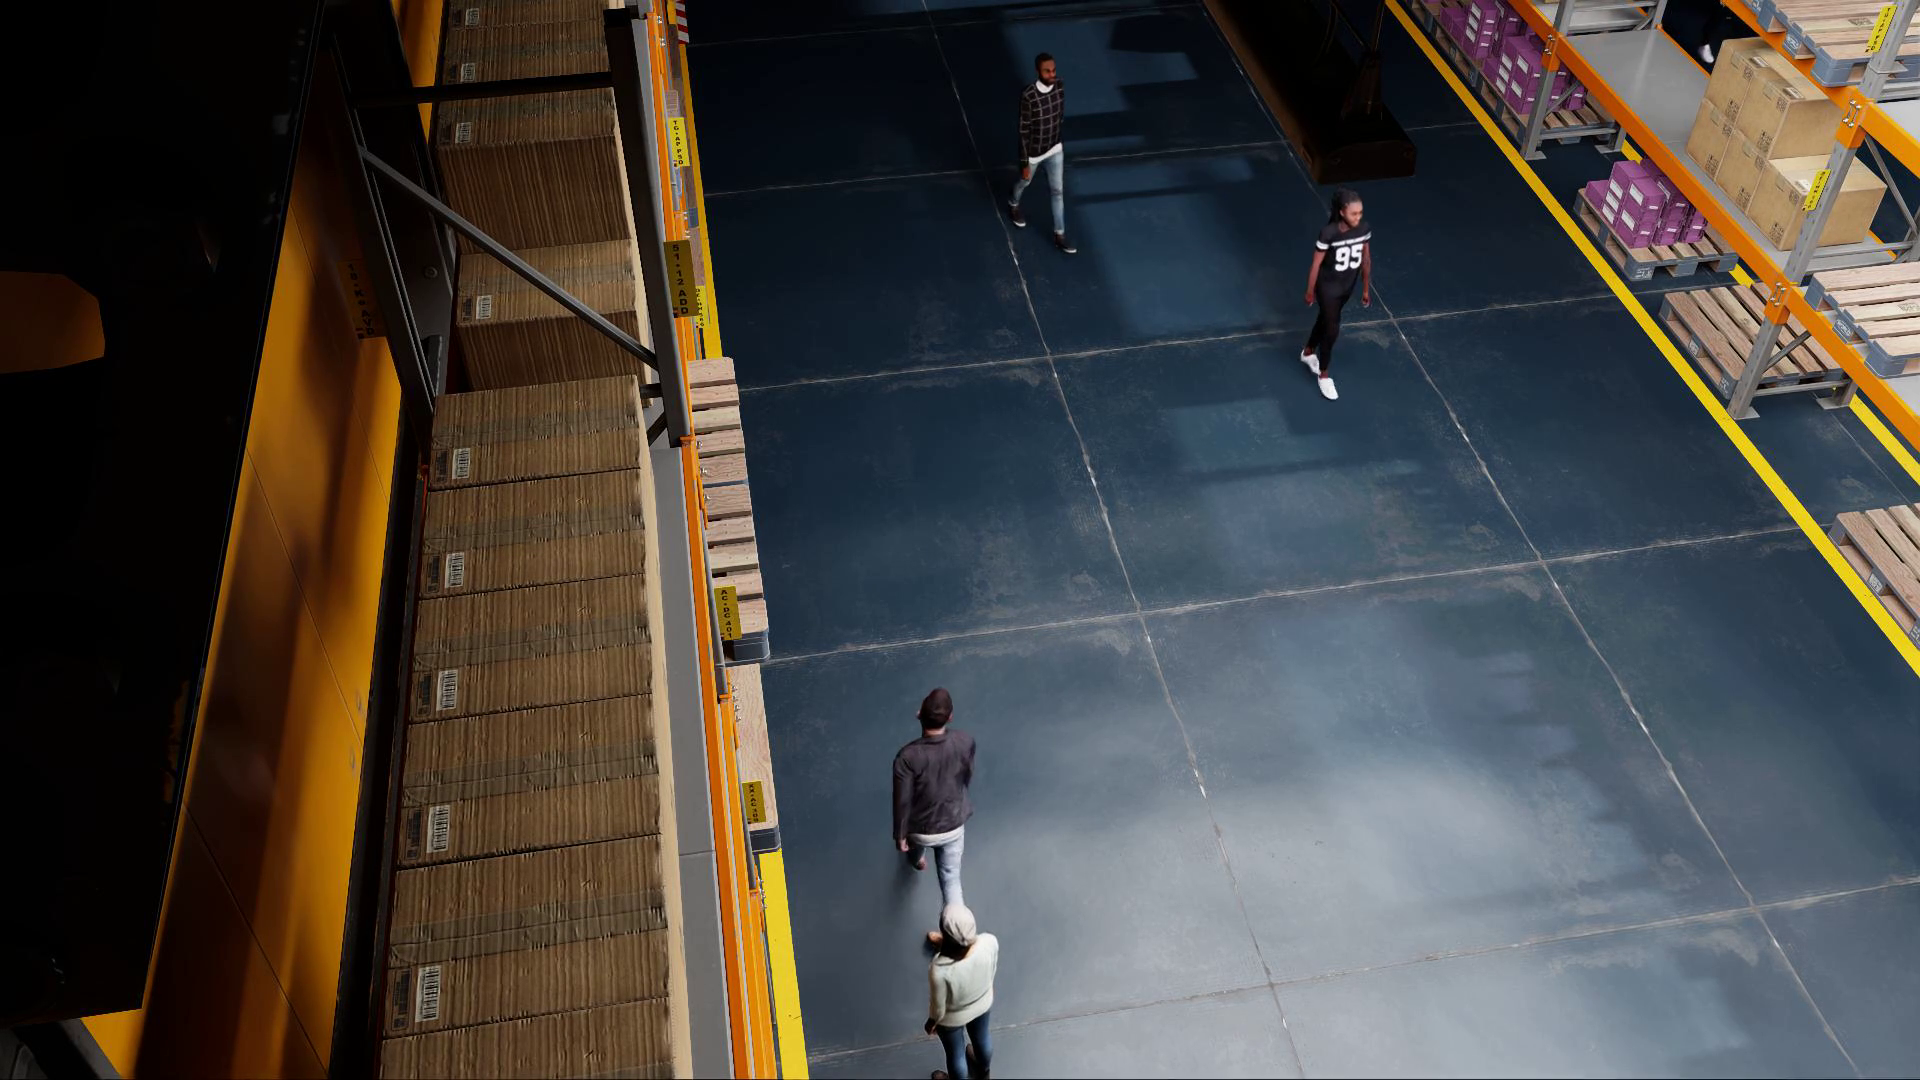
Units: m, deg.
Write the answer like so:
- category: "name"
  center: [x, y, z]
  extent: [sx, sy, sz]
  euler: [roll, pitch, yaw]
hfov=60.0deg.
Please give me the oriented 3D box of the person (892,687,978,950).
- category: "person"
  center: [-0.121, 1.638, 9.205]
  extent: [0.844, 1.782, 1.197]
  euler: [-18, 46, -18]

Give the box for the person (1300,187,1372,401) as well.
- category: "person"
  center: [2.901, -2.026, 13.102]
  extent: [0.765, 1.711, 0.930]
  euler: [-21, 48, -21]

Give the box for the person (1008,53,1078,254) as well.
- category: "person"
  center: [0.639, -3.453, 14.560]
  extent: [0.980, 1.767, 1.306]
  euler: [-22, 48, -21]

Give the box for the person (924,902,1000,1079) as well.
- category: "person"
  center: [0.015, 2.372, 8.530]
  extent: [0.640, 1.650, 0.630]
  euler: [-25, 49, -24]

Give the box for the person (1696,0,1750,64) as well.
- category: "person"
  center: [7.869, -5.635, 16.960]
  extent: [0.697, 1.615, 0.898]
  euler: [-14, 45, -14]
